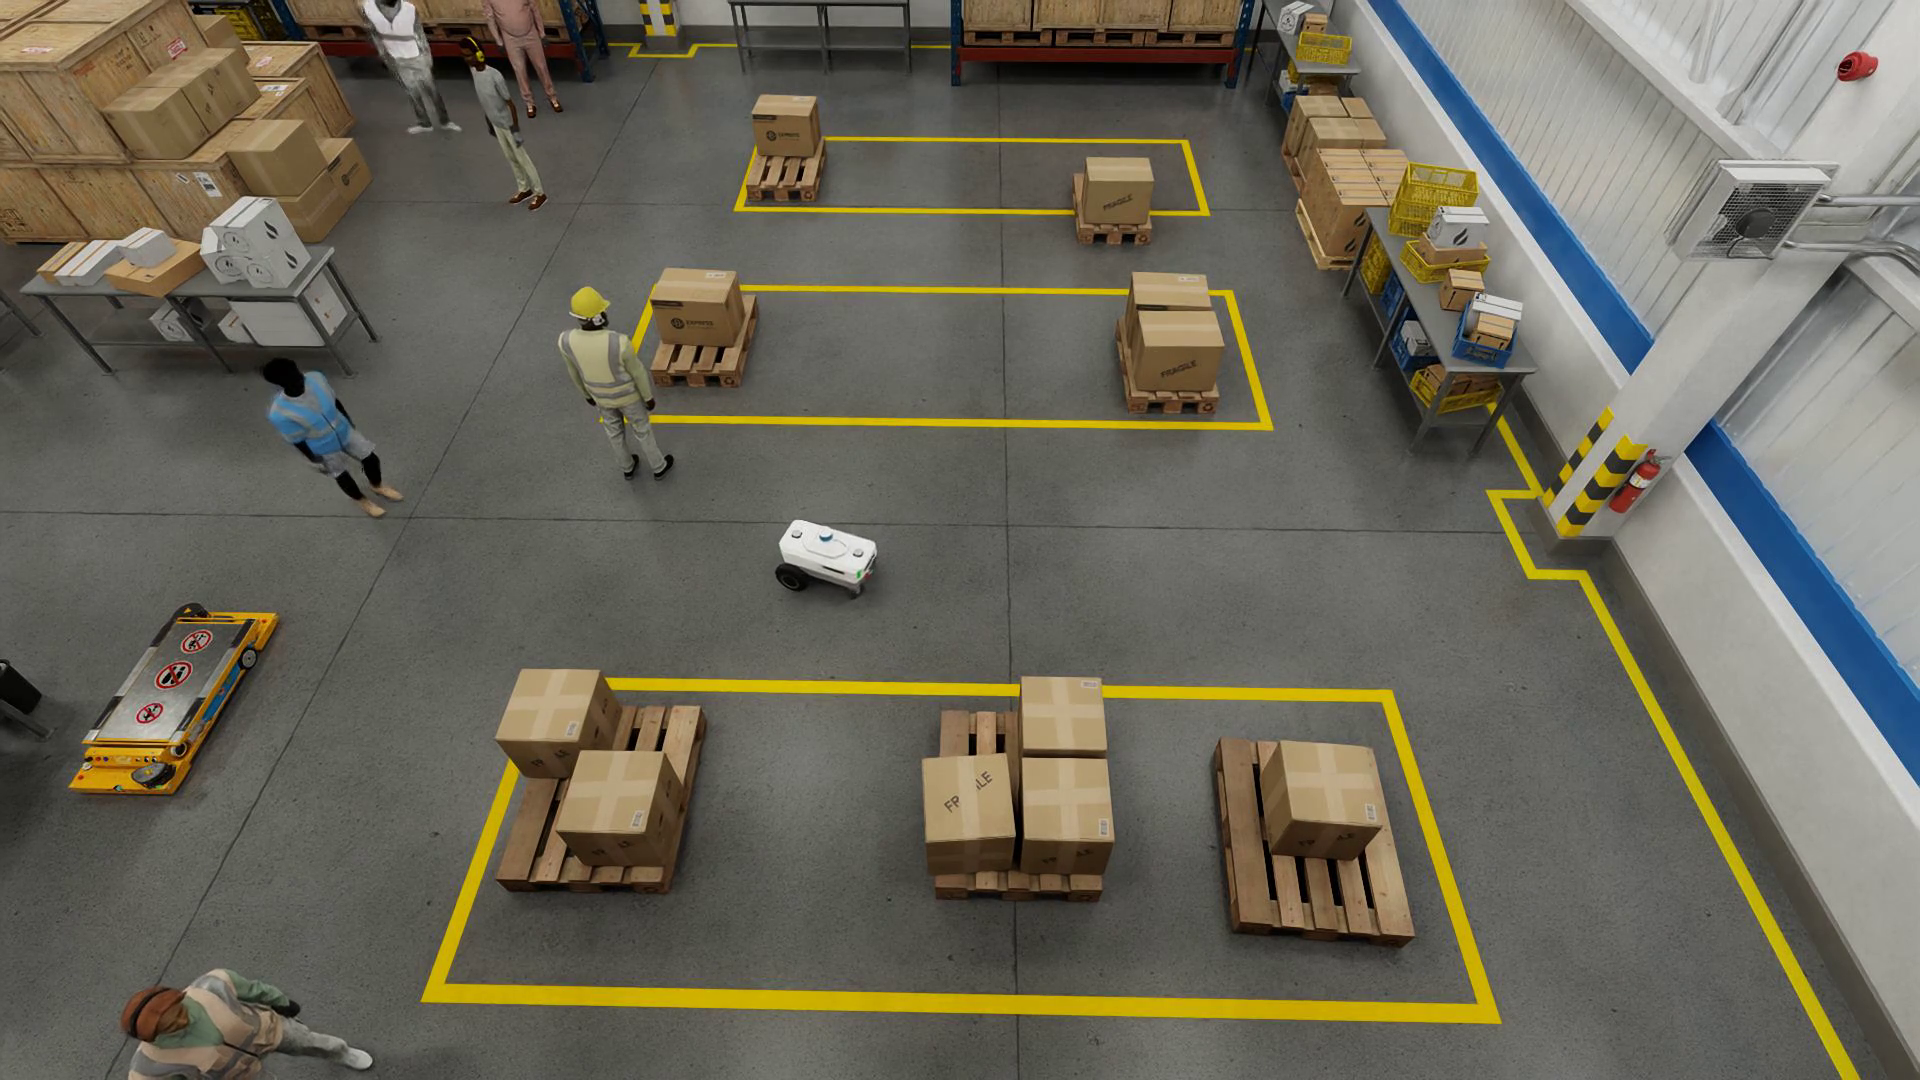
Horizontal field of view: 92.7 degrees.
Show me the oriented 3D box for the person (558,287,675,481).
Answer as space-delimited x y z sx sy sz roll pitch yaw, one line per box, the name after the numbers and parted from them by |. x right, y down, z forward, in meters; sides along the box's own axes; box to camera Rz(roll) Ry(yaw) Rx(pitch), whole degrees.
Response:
-2.753 -1.203 7.355 0.593 1.826 0.403 5 50 4 | person

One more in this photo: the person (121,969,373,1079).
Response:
-3.412 2.446 4.396 0.313 1.632 0.521 14 51 12 | person

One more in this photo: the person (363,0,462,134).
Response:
-6.903 -5.984 11.374 0.743 1.878 0.383 -8 50 -7 | person

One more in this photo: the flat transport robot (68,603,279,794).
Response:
-5.504 1.072 6.442 0.652 0.197 1.431 1 50 1 | flat transport robot

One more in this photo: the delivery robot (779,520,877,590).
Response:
-1.004 0.094 7.026 0.707 0.478 0.477 16 52 13 | delivery robot

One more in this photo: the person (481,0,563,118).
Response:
-5.628 -6.441 11.735 0.655 1.906 0.407 -20 53 -16 | person

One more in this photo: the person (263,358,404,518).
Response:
-4.868 -0.762 7.079 0.425 1.667 0.533 16 52 13 | person

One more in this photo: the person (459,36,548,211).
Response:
-5.101 -4.617 10.215 0.517 1.874 0.328 25 54 20 | person
